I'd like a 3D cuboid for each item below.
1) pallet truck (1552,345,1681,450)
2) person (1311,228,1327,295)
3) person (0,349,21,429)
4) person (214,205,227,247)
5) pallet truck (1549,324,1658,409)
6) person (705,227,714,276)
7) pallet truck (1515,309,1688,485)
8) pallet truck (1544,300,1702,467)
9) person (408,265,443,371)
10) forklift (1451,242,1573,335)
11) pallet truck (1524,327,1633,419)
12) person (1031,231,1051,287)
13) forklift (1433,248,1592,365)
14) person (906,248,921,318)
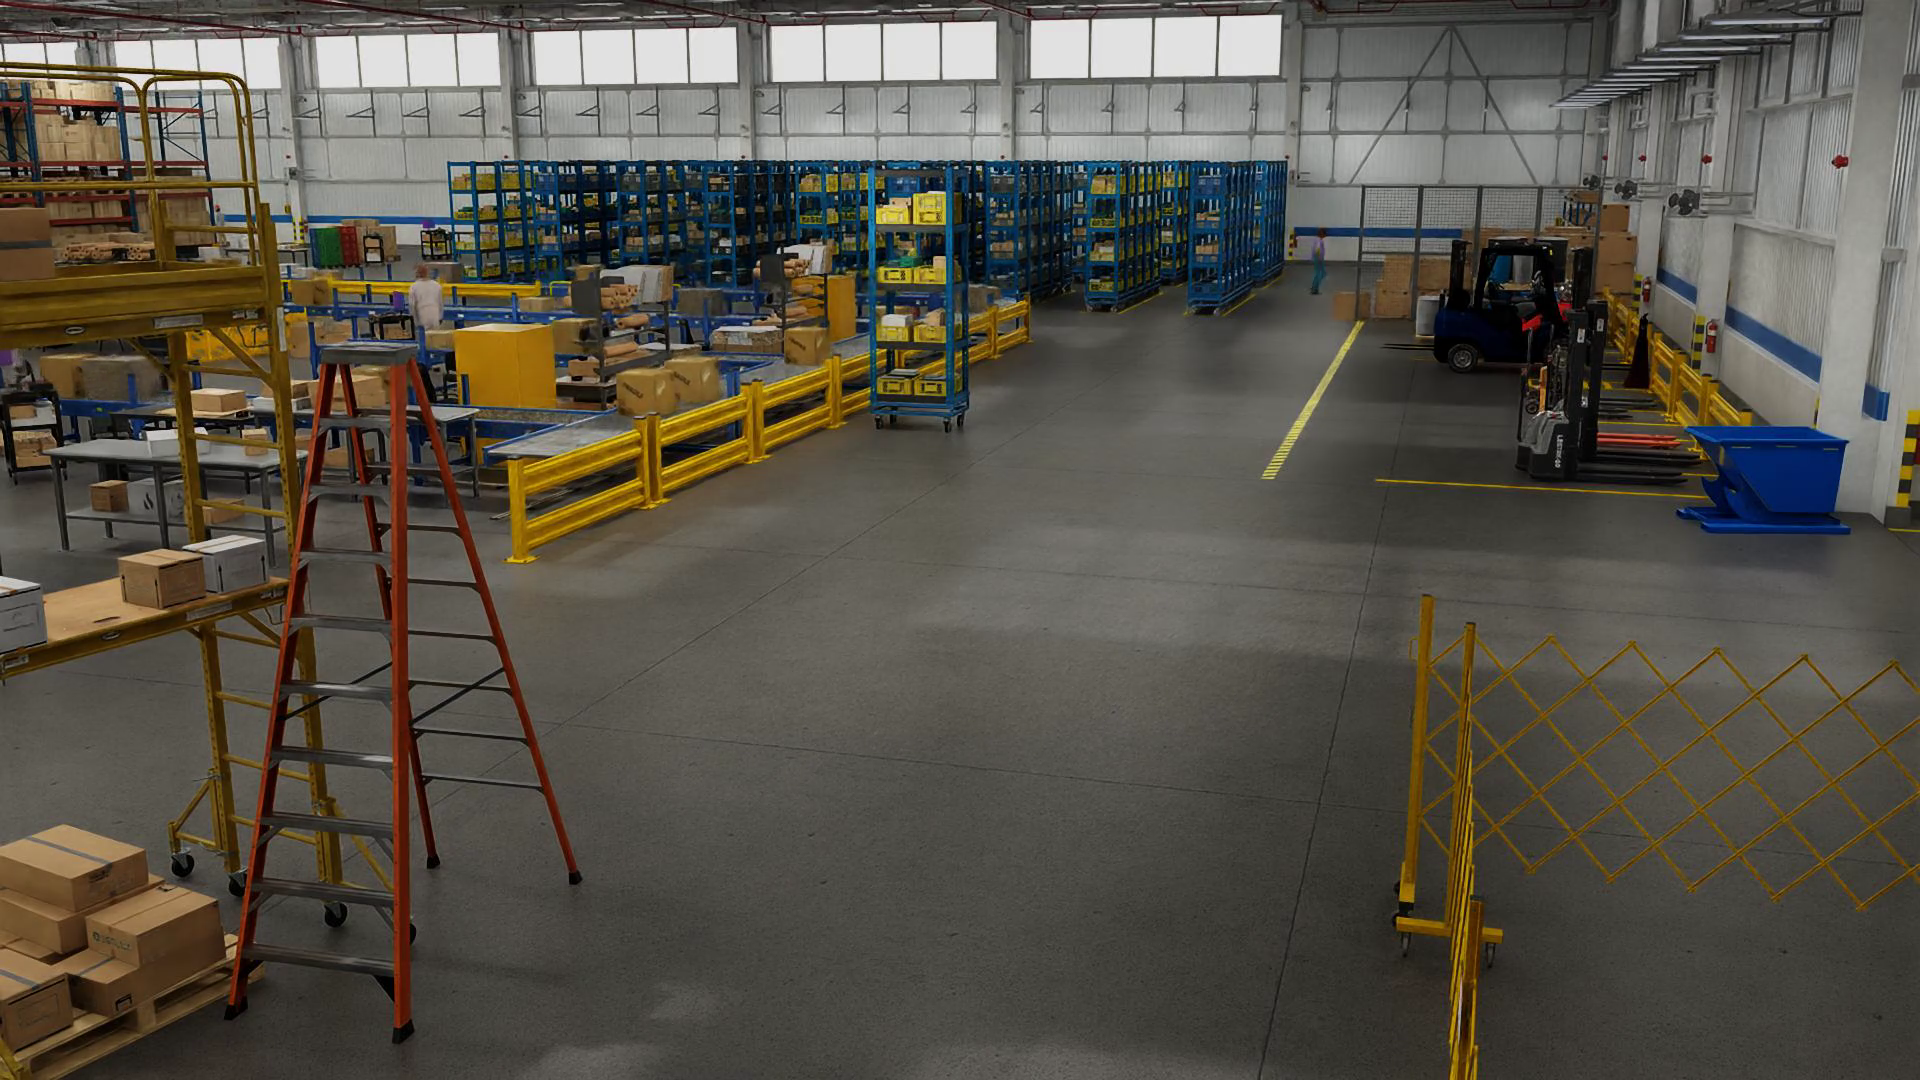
[{"bbox_3d":[8.641,-1.896,21.908,1.630,1.274,0.653,4,14,16],"label":"pallet truck"},{"bbox_3d":[9.808,-7.608,45.426,0.450,1.828,0.591,5,14,20],"label":"person"},{"bbox_3d":[-13.447,-2.528,23.364,0.578,1.897,0.904,0,13,0],"label":"person"},{"bbox_3d":[-30.684,-13.002,68.902,0.340,1.748,0.563,4,14,15],"label":"person"},{"bbox_3d":[9.824,-2.669,25.407,1.601,1.201,0.680,4,14,16],"label":"pallet truck"},{"bbox_3d":[-7.822,-9.074,51.804,0.630,1.812,0.600,4,14,18],"label":"person"},{"bbox_3d":[7.554,-1.677,19.446,1.885,1.965,0.823,3,13,14],"label":"pallet truck"},{"bbox_3d":[8.263,-1.952,20.631,1.885,1.965,0.823,5,14,20],"label":"pallet truck"},{"bbox_3d":[-9.429,-3.911,29.342,0.693,1.874,0.570,-11,17,-40],"label":"person"},{"bbox_3d":[10.464,-4.597,31.405,2.680,1.987,1.157,4,14,16],"label":"forklift"},{"bbox_3d":[9.065,-2.460,24.370,1.522,1.261,0.704,3,13,14],"label":"pallet truck"},{"bbox_3d":[2.280,-8.203,47.758,1.022,1.937,0.658,10,17,38],"label":"person"},{"bbox_3d":[9.780,-4.111,29.280,2.680,1.987,1.157,3,13,14],"label":"forklift"},{"bbox_3d":[-1.114,-5.682,37.327,0.873,1.732,0.530,5,14,19],"label":"person"}]
